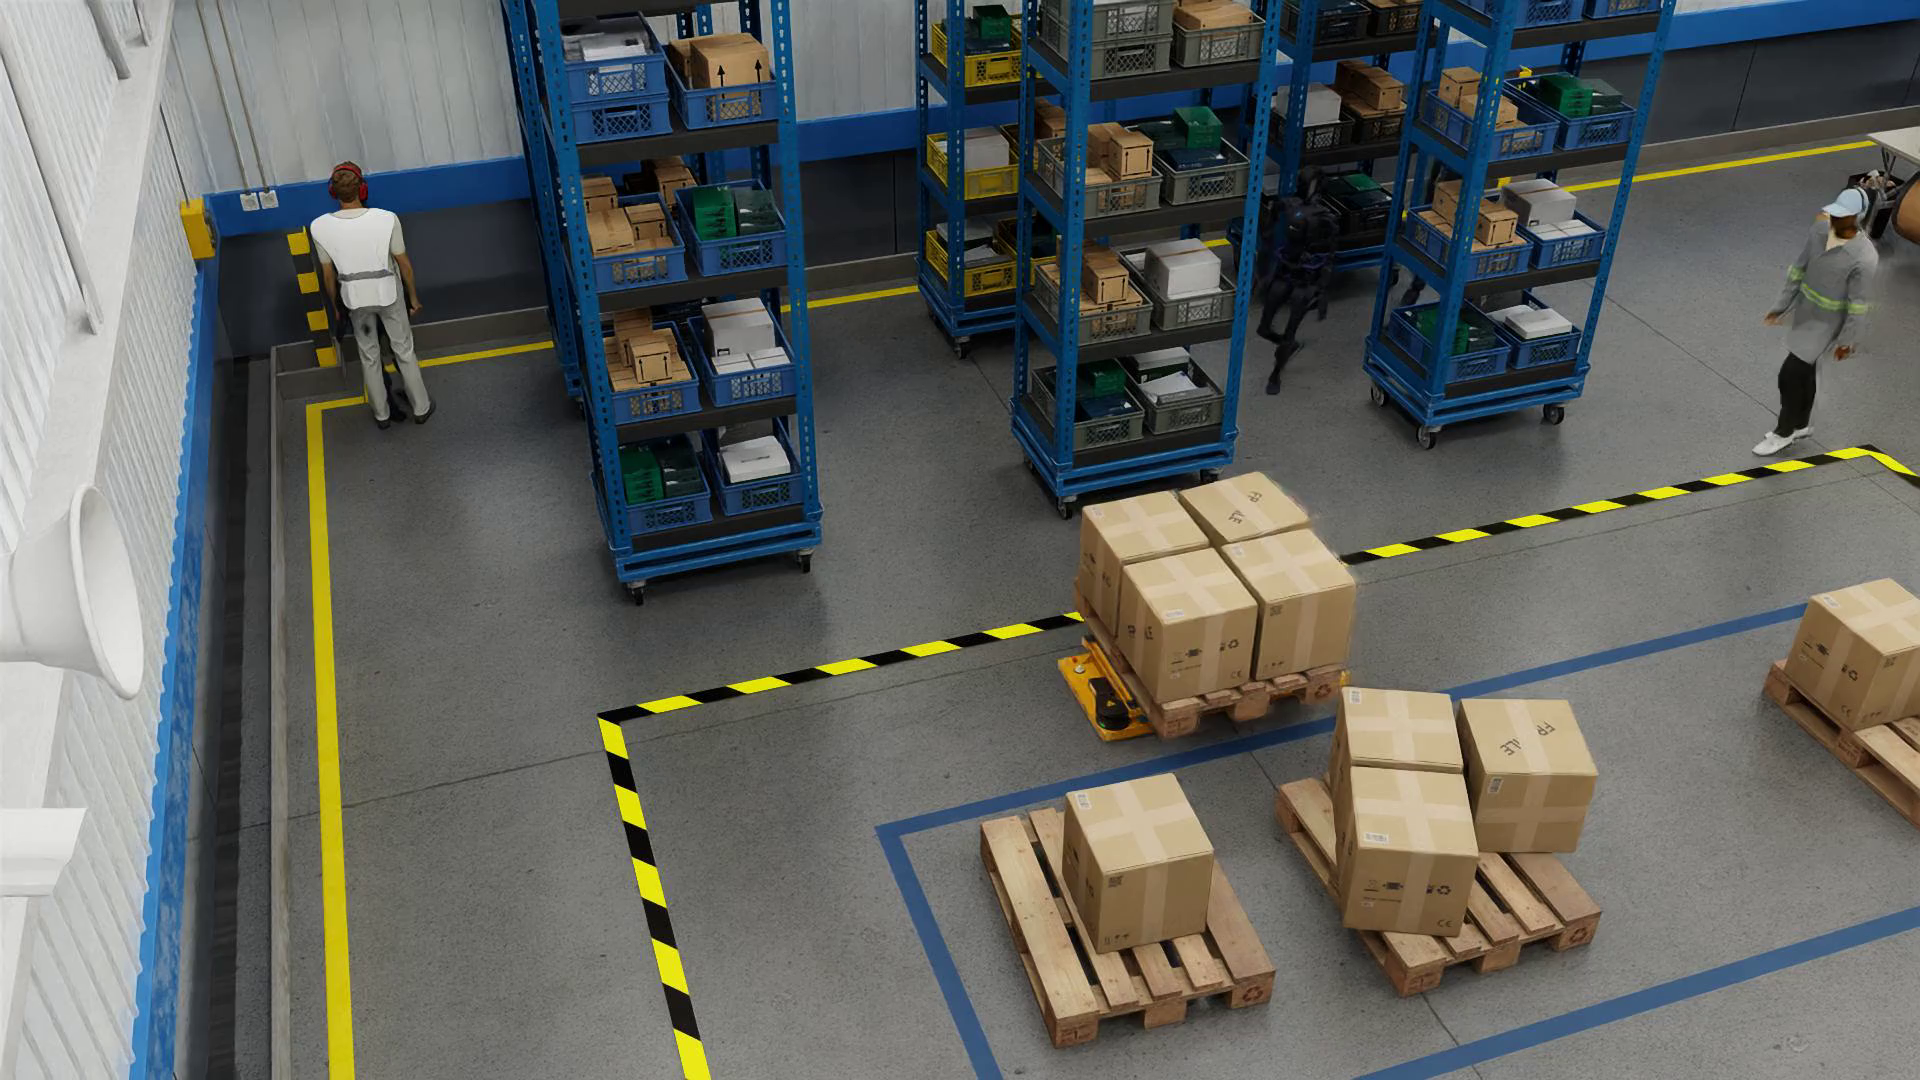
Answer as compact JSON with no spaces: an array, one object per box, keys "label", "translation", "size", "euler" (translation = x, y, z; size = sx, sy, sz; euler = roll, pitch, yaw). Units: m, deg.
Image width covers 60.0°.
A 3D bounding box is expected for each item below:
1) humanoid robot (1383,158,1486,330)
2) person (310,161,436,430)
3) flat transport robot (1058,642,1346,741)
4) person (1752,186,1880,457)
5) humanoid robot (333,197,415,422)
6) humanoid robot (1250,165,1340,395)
[{"label":"humanoid robot","translation":[3.510,-2.234,12.057],"size":[0.779,1.647,0.594],"euler":[-19,39,-25]},{"label":"person","translation":[-3.847,-1.570,10.911],"size":[0.563,1.847,0.389],"euler":[-7,36,-10]},{"label":"flat transport robot","translation":[1.318,0.677,9.072],"size":[1.431,0.197,0.652],"euler":[-11,37,-15]},{"label":"person","translation":[5.450,-1.406,10.684],"size":[0.643,1.834,0.585],"euler":[-5,35,-7]},{"label":"humanoid robot","translation":[-3.903,-1.571,11.059],"size":[0.344,1.654,0.611],"euler":[20,40,26]},{"label":"humanoid robot","translation":[2.301,-1.802,11.408],"size":[0.591,1.644,0.461],"euler":[23,41,29]}]
